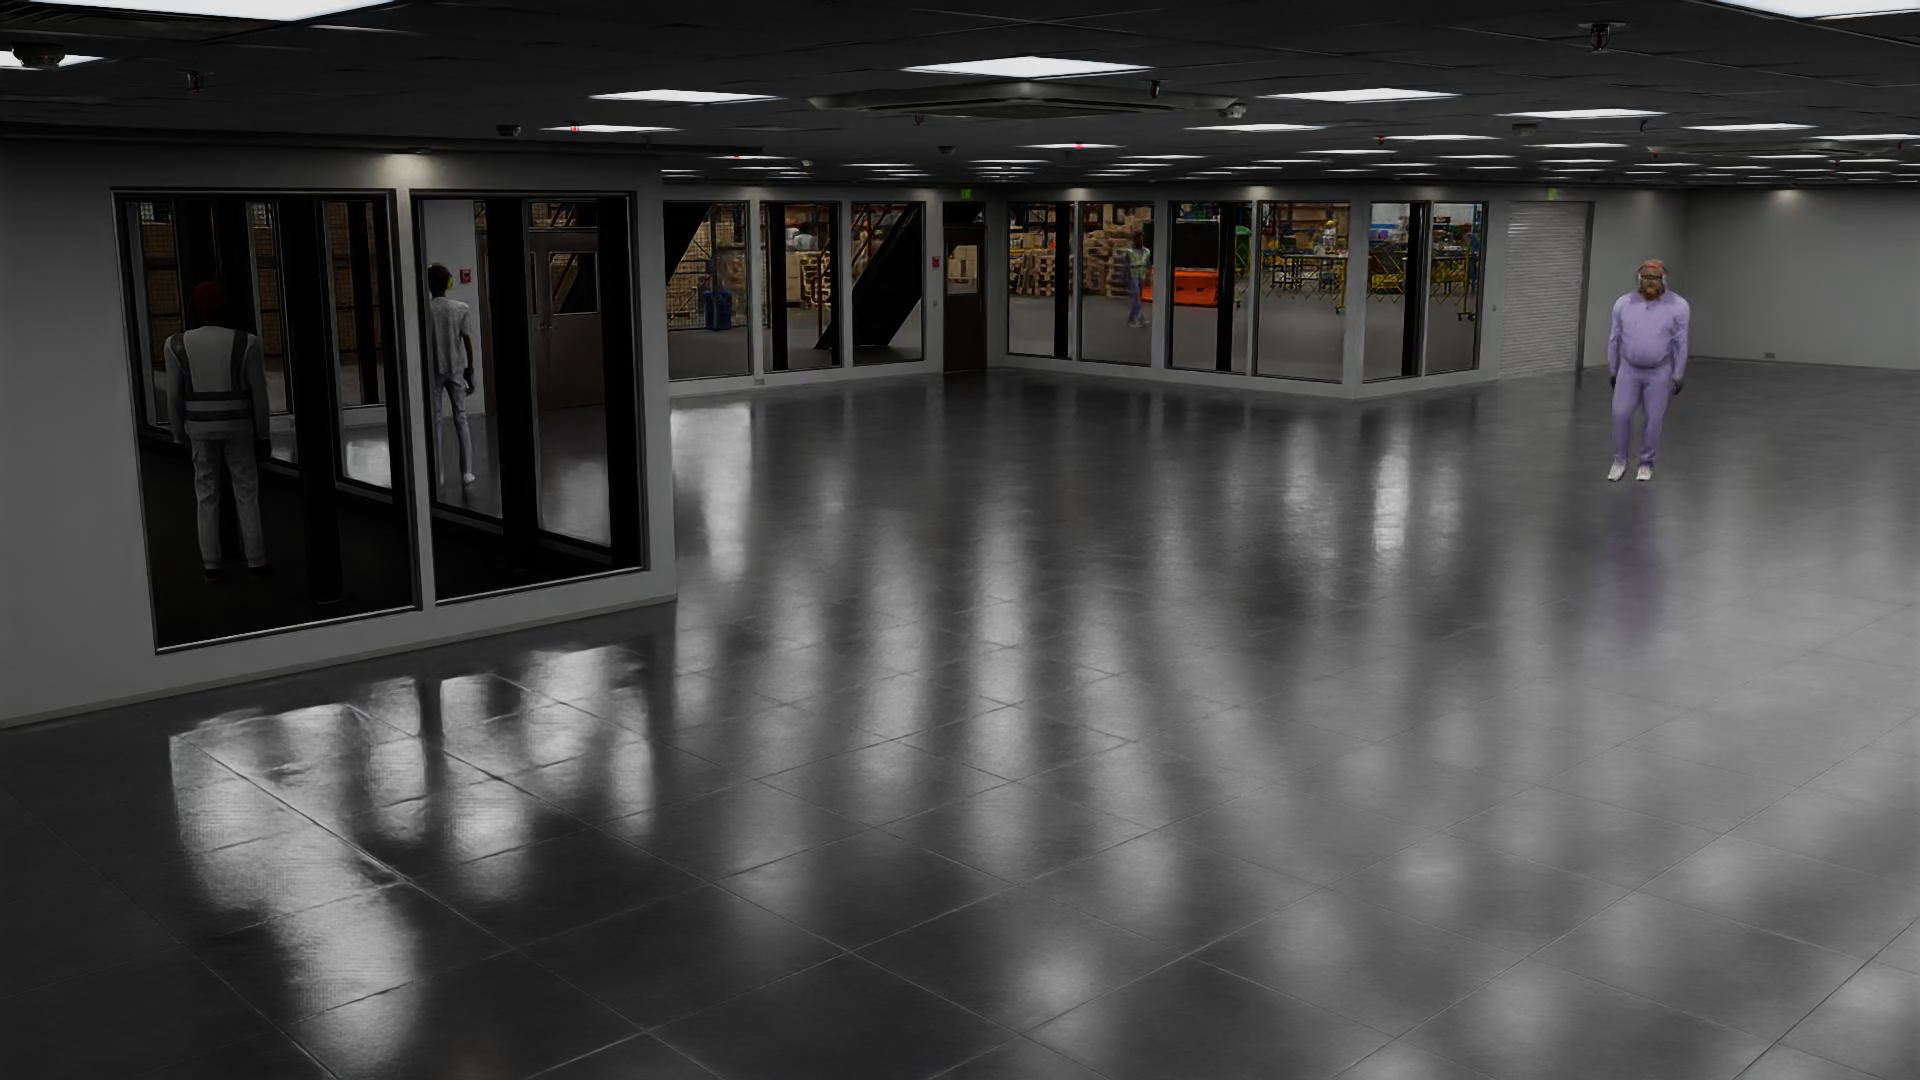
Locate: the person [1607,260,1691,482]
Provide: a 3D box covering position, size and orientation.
[{"bbox_3d":[5.815,-1.418,14.121,0.643,1.885,0.670,6,13,28],"label":"person"}]
